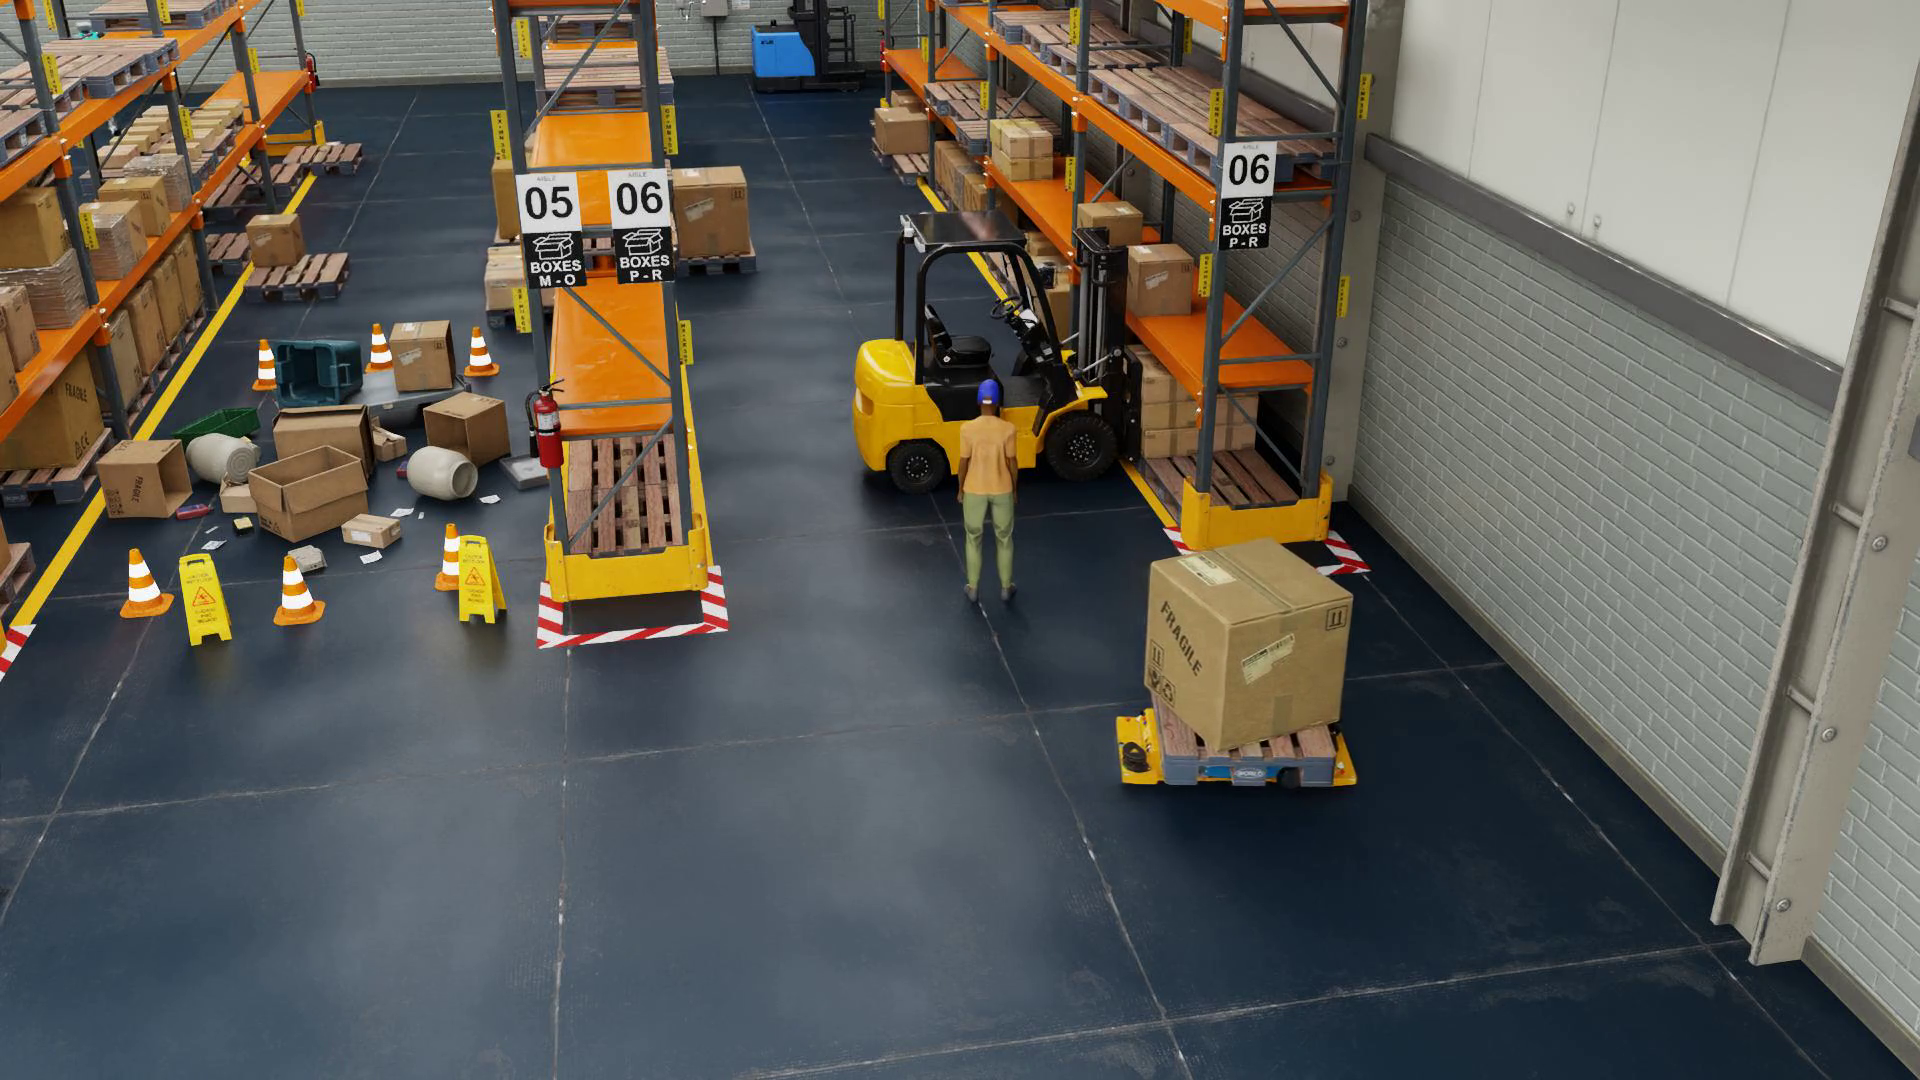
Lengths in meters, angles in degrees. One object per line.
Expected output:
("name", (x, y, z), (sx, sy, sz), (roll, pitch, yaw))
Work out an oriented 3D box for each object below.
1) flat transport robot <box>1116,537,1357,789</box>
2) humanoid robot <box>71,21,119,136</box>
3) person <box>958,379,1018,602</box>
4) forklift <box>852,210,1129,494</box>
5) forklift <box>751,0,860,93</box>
("flat transport robot", (1.717, 1.287, 10.448), (1.431, 0.231, 0.659), (1, 26, 1))
("humanoid robot", (-13.923, -7.429, 27.008), (0.554, 1.874, 0.830), (-21, 33, -37))
("person", (0.207, -0.363, 12.211), (0.449, 1.717, 0.372), (0, 26, 1))
("forklift", (0.216, -1.659, 14.366), (2.313, 2.155, 1.214), (-5, 26, -10))
("forklift", (-2.872, -9.679, 30.288), (1.873, 2.768, 1.129), (-5, 26, -10))
